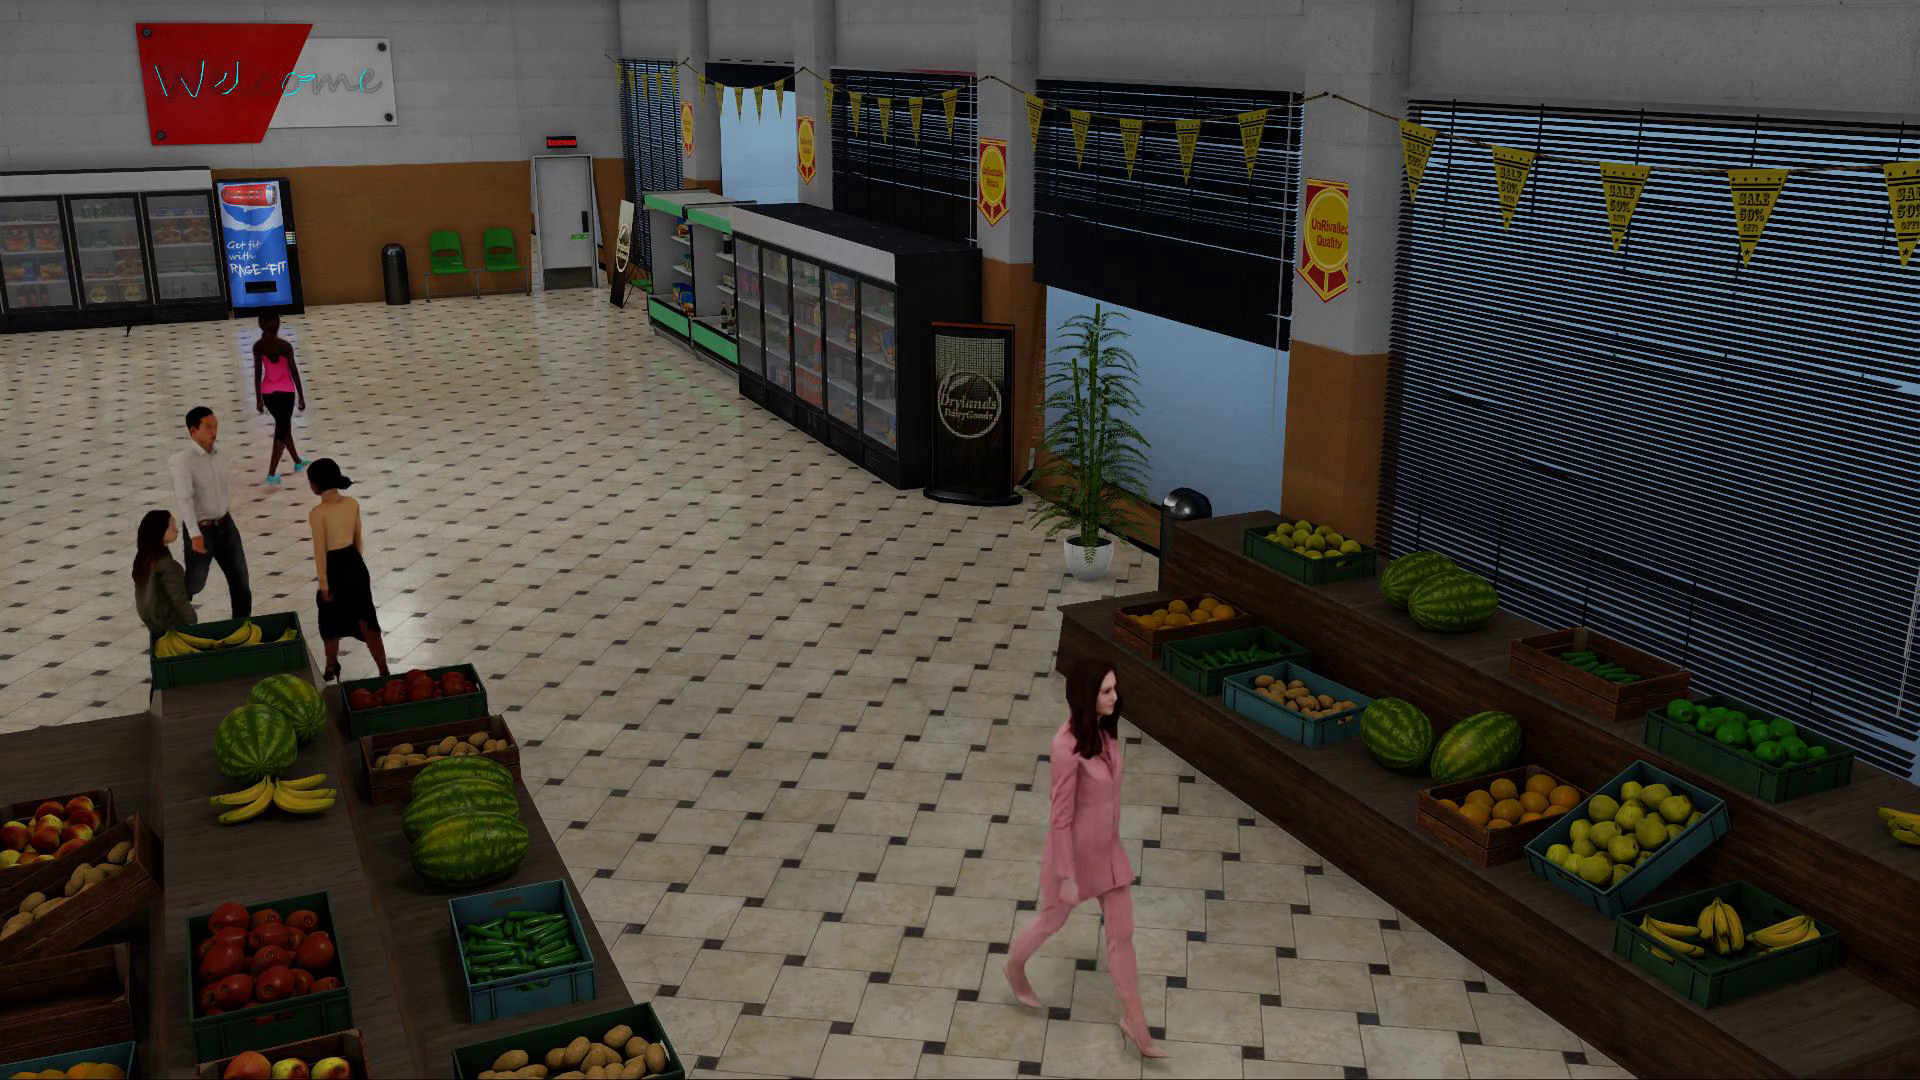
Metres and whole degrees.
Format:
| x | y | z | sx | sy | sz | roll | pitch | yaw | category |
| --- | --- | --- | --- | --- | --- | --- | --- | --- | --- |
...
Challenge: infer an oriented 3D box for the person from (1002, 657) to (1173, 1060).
| x | y | z | sx | sy | sz | roll | pitch | yaw | category |
| --- | --- | --- | --- | --- | --- | --- | --- | --- | --- |
| 0.450 | 1.355 | 7.183 | 1.228 | 1.756 | 0.956 | 13 | 21 | 37 | person |

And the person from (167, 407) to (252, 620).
| x | y | z | sx | sy | sz | roll | pitch | yaw | category |
| --- | --- | --- | --- | --- | --- | --- | --- | --- | --- |
| -5.409 | -0.051 | 11.786 | 1.234 | 1.772 | 1.138 | 8 | 19 | 24 | person |

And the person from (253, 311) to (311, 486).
| x | y | z | sx | sy | sz | roll | pitch | yaw | category |
| --- | --- | --- | --- | --- | --- | --- | --- | --- | --- |
| -6.672 | -1.344 | 16.211 | 0.967 | 1.675 | 1.215 | 1 | 17 | 4 | person |

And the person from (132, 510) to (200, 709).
| x | y | z | sx | sy | sz | roll | pitch | yaw | category |
| --- | --- | --- | --- | --- | --- | --- | --- | --- | --- |
| -5.025 | 0.540 | 10.379 | 0.752 | 1.458 | 0.732 | -15 | 22 | -40 | person |

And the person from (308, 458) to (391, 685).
| x | y | z | sx | sy | sz | roll | pitch | yaw | category |
| --- | --- | --- | --- | --- | --- | --- | --- | --- | --- |
| -3.978 | 0.304 | 10.897 | 1.094 | 1.609 | 0.895 | 12 | 20 | 33 | person |
